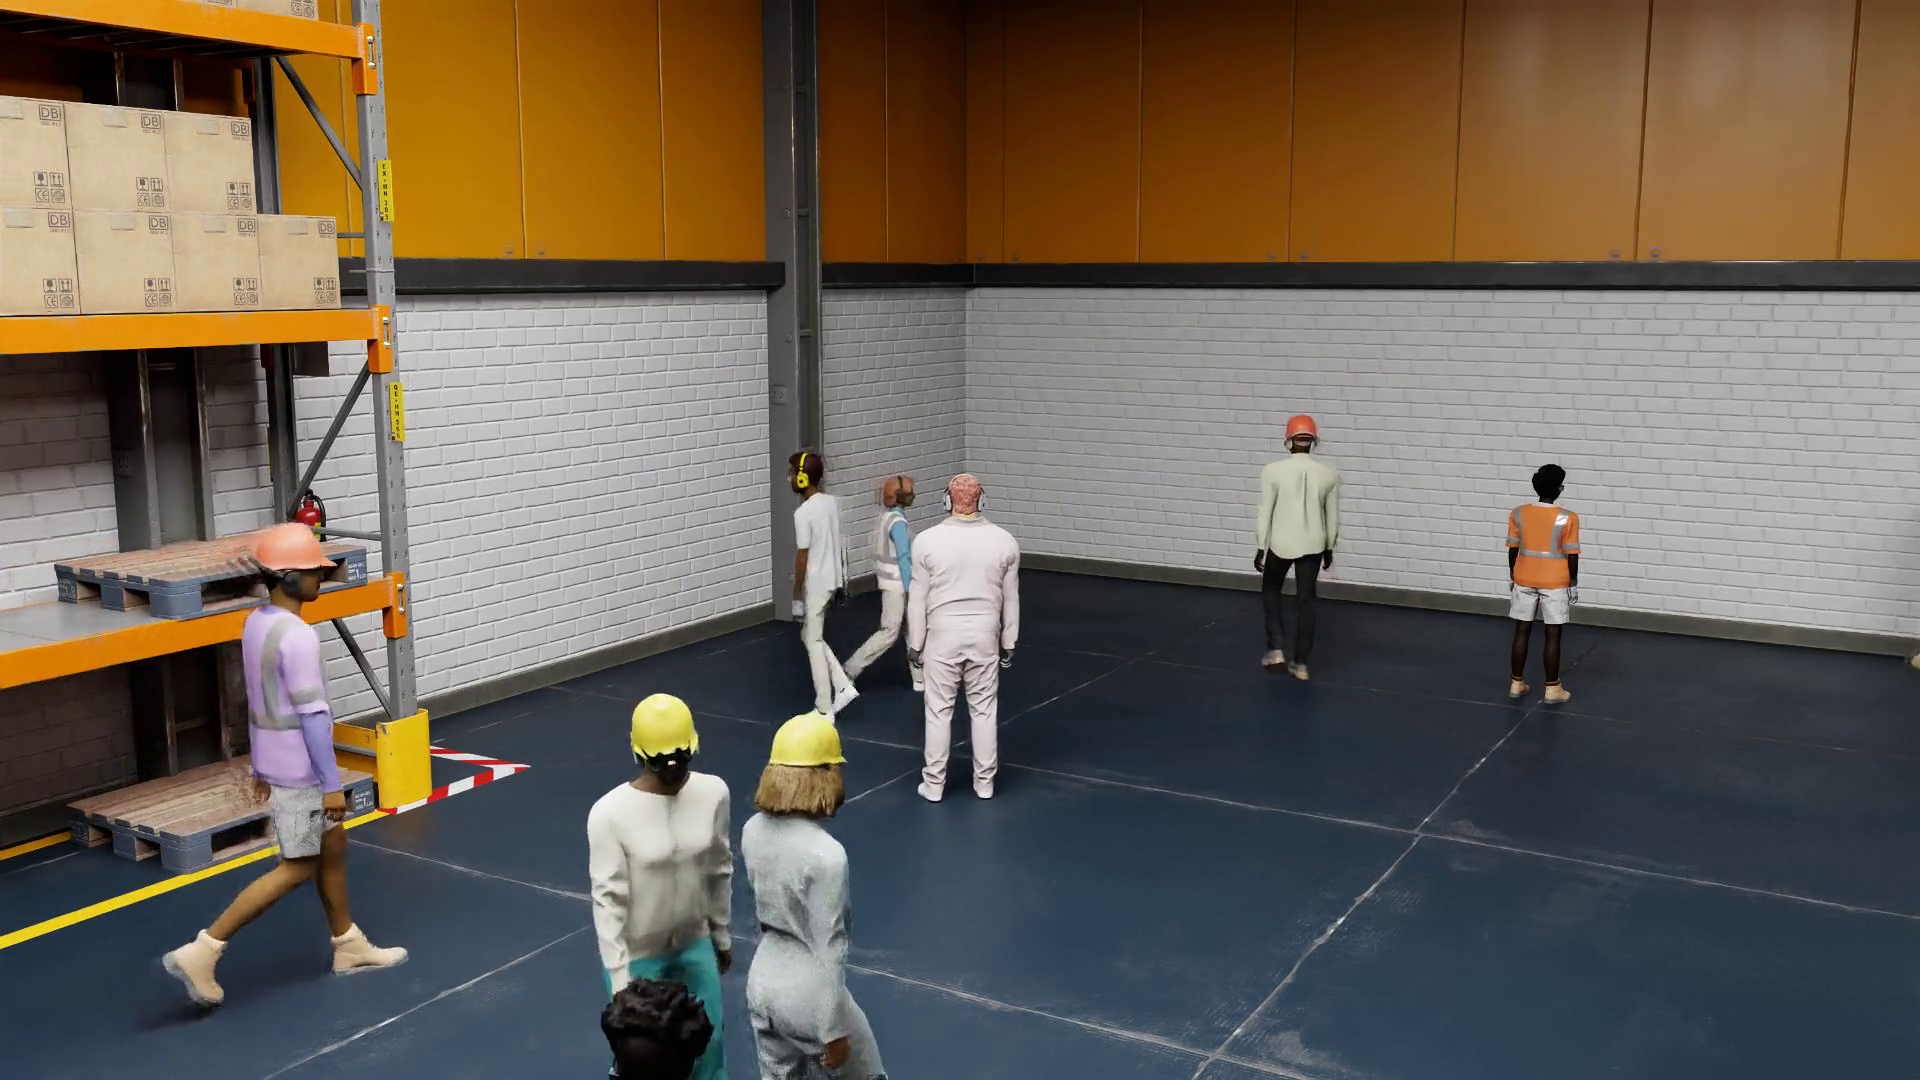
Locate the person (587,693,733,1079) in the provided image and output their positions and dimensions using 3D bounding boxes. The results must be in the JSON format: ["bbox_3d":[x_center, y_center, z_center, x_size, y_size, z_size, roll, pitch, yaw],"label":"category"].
[{"bbox_3d":[-0.938,1.331,5.359,0.538,1.731,0.397,-8,12,-40],"label":"person"}]

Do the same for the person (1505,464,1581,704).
[{"bbox_3d":[4.130,0.306,11.783,0.541,1.696,0.315,9,13,44],"label":"person"}]

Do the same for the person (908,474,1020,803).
[{"bbox_3d":[0.016,0.566,9.556,0.651,1.895,0.401,-2,9,-14],"label":"person"}]

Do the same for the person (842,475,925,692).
[{"bbox_3d":[-0.503,0.335,11.879,0.768,1.607,0.514,-1,9,-4],"label":"person"}]

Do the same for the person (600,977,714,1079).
[{"bbox_3d":[-0.597,1.681,3.356,0.547,1.643,0.892,2,9,10],"label":"person"}]

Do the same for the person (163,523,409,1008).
[{"bbox_3d":[-2.835,0.933,6.906,0.926,2.019,0.615,-6,11,-34],"label":"person"}]

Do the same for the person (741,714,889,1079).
[{"bbox_3d":[-0.458,1.375,5.020,0.488,1.720,0.416,9,13,44],"label":"person"}]

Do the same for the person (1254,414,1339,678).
[{"bbox_3d":[2.534,0.036,12.587,0.663,1.971,0.605,-1,9,-3],"label":"person"}]

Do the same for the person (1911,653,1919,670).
[{"bbox_3d":[7.469,0.219,12.061,0.642,1.801,0.880,-7,11,-36],"label":"person"}]

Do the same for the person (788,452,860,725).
[{"bbox_3d":[-0.964,0.331,11.129,0.397,1.855,0.561,4,10,22],"label":"person"}]
